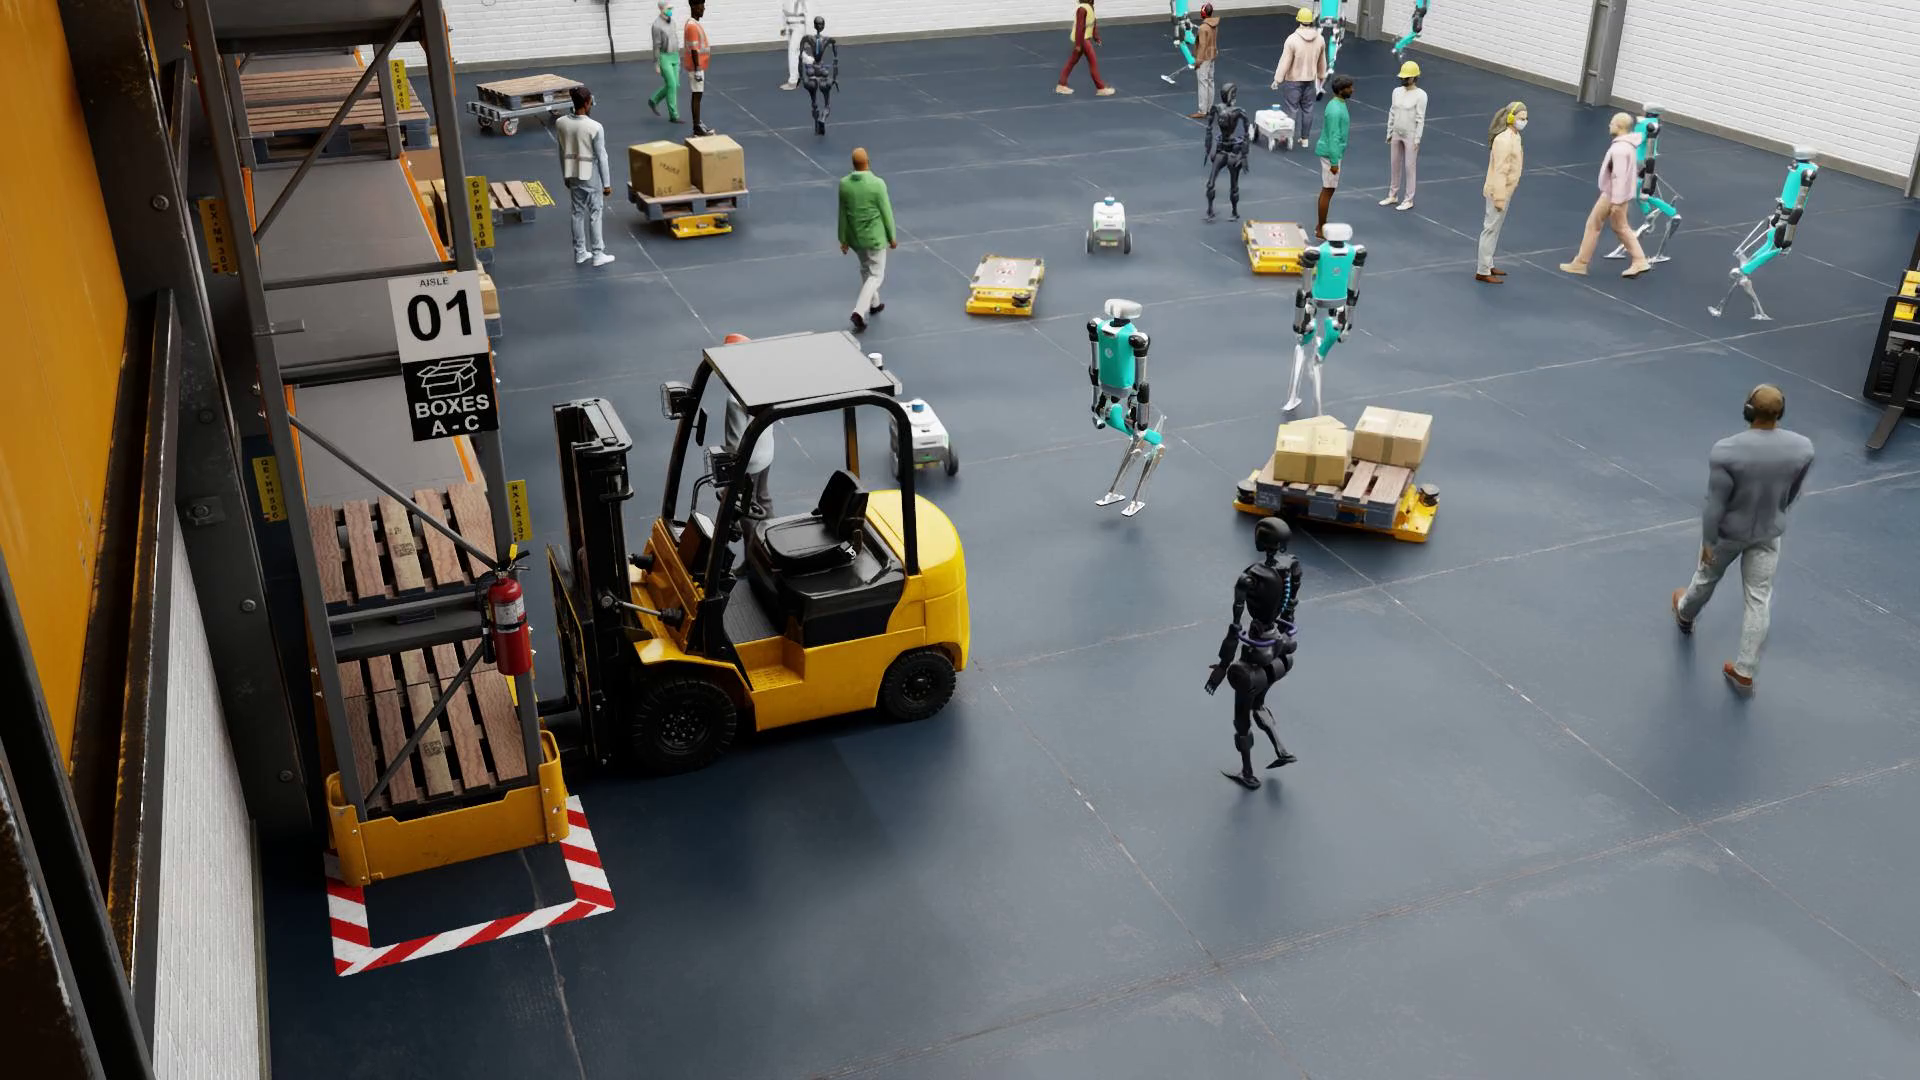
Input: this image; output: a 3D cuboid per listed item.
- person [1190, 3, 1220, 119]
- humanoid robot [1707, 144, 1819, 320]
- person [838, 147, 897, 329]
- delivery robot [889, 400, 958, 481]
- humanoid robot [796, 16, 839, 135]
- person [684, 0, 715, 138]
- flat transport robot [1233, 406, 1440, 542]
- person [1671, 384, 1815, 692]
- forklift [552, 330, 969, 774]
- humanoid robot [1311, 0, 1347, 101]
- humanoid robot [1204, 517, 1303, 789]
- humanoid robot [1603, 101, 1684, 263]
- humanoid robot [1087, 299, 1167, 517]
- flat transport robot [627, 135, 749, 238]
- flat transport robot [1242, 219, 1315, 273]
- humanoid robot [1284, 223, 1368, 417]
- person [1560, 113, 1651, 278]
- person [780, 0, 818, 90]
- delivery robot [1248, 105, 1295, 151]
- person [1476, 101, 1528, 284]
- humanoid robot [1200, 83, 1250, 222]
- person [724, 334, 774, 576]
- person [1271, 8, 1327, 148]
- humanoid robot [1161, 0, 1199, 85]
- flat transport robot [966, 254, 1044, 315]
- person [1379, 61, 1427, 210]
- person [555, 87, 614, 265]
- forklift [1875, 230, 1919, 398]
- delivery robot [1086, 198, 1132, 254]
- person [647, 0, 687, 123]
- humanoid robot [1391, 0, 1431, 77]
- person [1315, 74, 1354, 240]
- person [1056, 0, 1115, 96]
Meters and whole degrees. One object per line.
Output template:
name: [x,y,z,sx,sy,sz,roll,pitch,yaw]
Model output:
person: [3.617,-7.040,24.447,0.308,1.650,0.471,17,32,31]
humanoid robot: [7.813,-2.990,16.381,0.886,1.825,0.532,5,27,10]
person: [-0.914,-2.958,16.227,0.541,1.738,0.843,15,30,27]
delivery robot: [-0.331,-0.819,13.309,0.499,0.604,0.807,-7,28,-13]
humanoid robot: [-2.014,-6.501,23.363,0.615,1.640,0.531,0,27,0]
person: [-3.681,-6.663,23.356,0.373,1.963,0.606,-3,27,-5]
flat transport robot: [2.855,-0.307,12.599,1.431,0.231,0.659,11,29,21]
person: [4.867,-0.084,10.362,0.625,1.874,1.063,3,27,5]
forklift: [-1.094,0.010,9.831,2.313,2.155,1.214,-10,28,-20]
humanoid robot: [5.671,-7.681,25.681,0.544,1.812,0.908,4,27,8]
humanoid robot: [1.661,0.647,9.138,0.599,1.647,0.421,-21,34,-36]
humanoid robot: [7.573,-3.853,18.037,0.888,1.779,0.558,2,27,4]
humanoid robot: [1.297,-1.013,12.218,0.735,1.677,0.533,-23,35,-38]
flat transport robot: [-3.213,-3.865,19.674,0.659,0.231,1.431,-11,29,-21]
flat transport robot: [3.528,-3.264,18.479,0.659,0.231,1.431,2,27,3]
humanoid robot: [3.012,-1.861,14.076,0.546,1.798,0.779,-4,27,-8]
person: [6.973,-3.624,17.563,0.872,1.747,0.540,16,31,29]
person: [-2.552,-8.132,26.390,0.830,1.857,0.574,-20,33,-34]
delivery robot: [4.357,-5.729,23.086,0.499,0.614,0.818,-5,27,-10]
person: [5.673,-3.660,17.483,0.402,1.876,0.553,12,29,23]
humanoid robot: [3.115,-4.522,19.434,0.610,1.635,0.566,19,32,33]
person: [-1.476,-0.588,11.522,0.350,1.738,0.572,8,28,15]
person: [4.669,-6.303,22.745,0.793,1.867,0.409,-10,28,-19]
humanoid robot: [3.682,-7.938,26.146,1.060,1.715,0.530,16,31,29]
flat transport robot: [0.481,-2.651,17.260,0.659,0.231,1.431,4,27,7]
person: [5.338,-4.861,20.000,0.334,1.756,0.516,-18,32,-32]
person: [-4.040,-3.909,17.946,0.597,1.907,0.413,11,29,20]
forklift: [9.029,-2.397,14.618,1.214,2.155,2.313,18,32,32]
delivery robot: [1.674,-3.531,18.713,0.499,0.614,0.798,1,27,3]
person: [-4.309,-7.007,24.198,0.653,1.819,0.531,12,29,22]
humanoid robot: [7.282,-8.347,27.027,0.695,1.831,0.568,5,27,11]
person: [4.223,-4.339,18.861,0.398,1.850,0.492,6,27,11]
person: [1.939,-7.782,25.858,0.954,1.716,0.462,5,27,11]
